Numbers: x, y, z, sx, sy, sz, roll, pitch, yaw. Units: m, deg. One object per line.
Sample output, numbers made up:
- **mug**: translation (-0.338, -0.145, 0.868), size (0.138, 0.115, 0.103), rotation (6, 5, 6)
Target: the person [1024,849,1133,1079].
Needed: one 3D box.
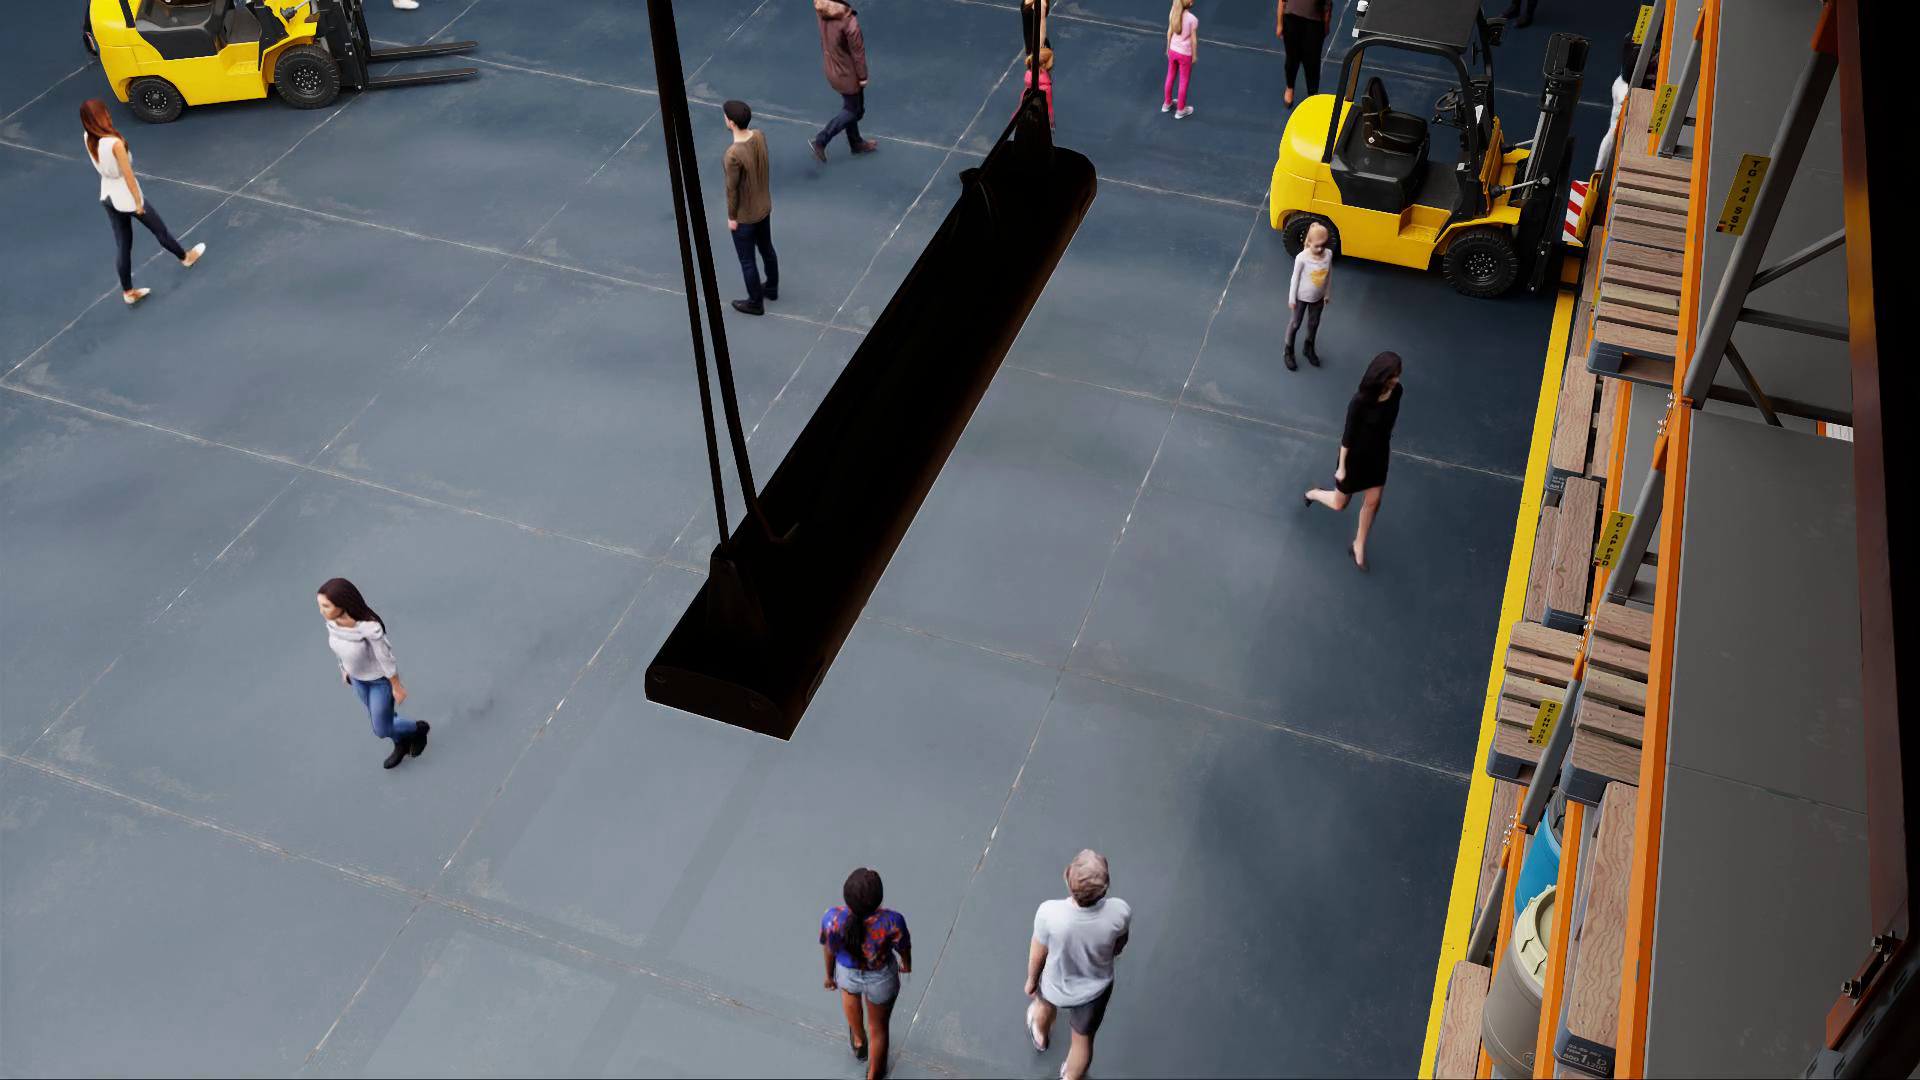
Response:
- **person**: translation (0.572, 2.279, 8.285), size (0.821, 1.808, 0.955), rotation (1, 44, 1)

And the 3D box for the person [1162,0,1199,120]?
- **person**: translation (2.122, -4.697, 15.997), size (0.560, 1.270, 0.602), rotation (34, 53, 31)

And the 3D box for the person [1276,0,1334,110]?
- **person**: translation (3.255, -4.933, 15.860), size (0.693, 1.802, 0.820), rotation (9, 44, 9)

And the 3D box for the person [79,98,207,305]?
- **person**: translation (-6.894, -2.728, 13.589), size (0.651, 1.741, 1.100), rotation (17, 46, 17)

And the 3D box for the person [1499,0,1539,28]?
- **person**: translation (5.984, -6.195, 17.267), size (0.724, 1.689, 0.673), rotation (-21, 47, -21)

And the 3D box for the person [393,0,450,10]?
- **person**: translation (-5.929, -6.418, 17.435), size (0.944, 1.780, 1.063), rotation (-2, 44, -2)

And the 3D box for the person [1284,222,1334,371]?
- **person**: translation (2.745, -1.938, 13.097), size (0.585, 1.277, 0.634), rotation (-11, 45, -11)

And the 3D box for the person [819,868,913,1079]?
- **person**: translation (-0.481, 2.273, 8.350), size (0.677, 1.728, 0.718), rotation (4, 44, 4)

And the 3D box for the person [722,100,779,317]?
- **person**: translation (-1.694, -2.687, 13.441), size (0.731, 1.887, 0.541), rotation (19, 47, 19)

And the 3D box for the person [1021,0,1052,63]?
- **person**: translation (0.725, -4.587, 15.552), size (0.699, 1.726, 0.589), rotation (-4, 44, -5)

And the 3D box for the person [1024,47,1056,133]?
- **person**: translation (0.648, -3.811, 15.051), size (0.822, 1.294, 0.901), rotation (-5, 44, -5)

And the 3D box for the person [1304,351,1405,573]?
- **person**: translation (2.687, -0.578, 11.304), size (0.944, 1.782, 1.027), rotation (-16, 46, -16)

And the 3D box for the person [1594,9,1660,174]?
- **person**: translation (5.966, -3.907, 14.855), size (0.832, 1.702, 0.673), rotation (2, 44, 2)

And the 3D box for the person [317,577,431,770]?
- **person**: translation (-3.466, 0.774, 10.003), size (0.689, 1.617, 0.689), rotation (24, 49, 23)

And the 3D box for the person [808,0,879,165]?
- **person**: translation (-1.109, -4.258, 15.132), size (1.166, 1.830, 1.087), rotation (-22, 48, -22)
